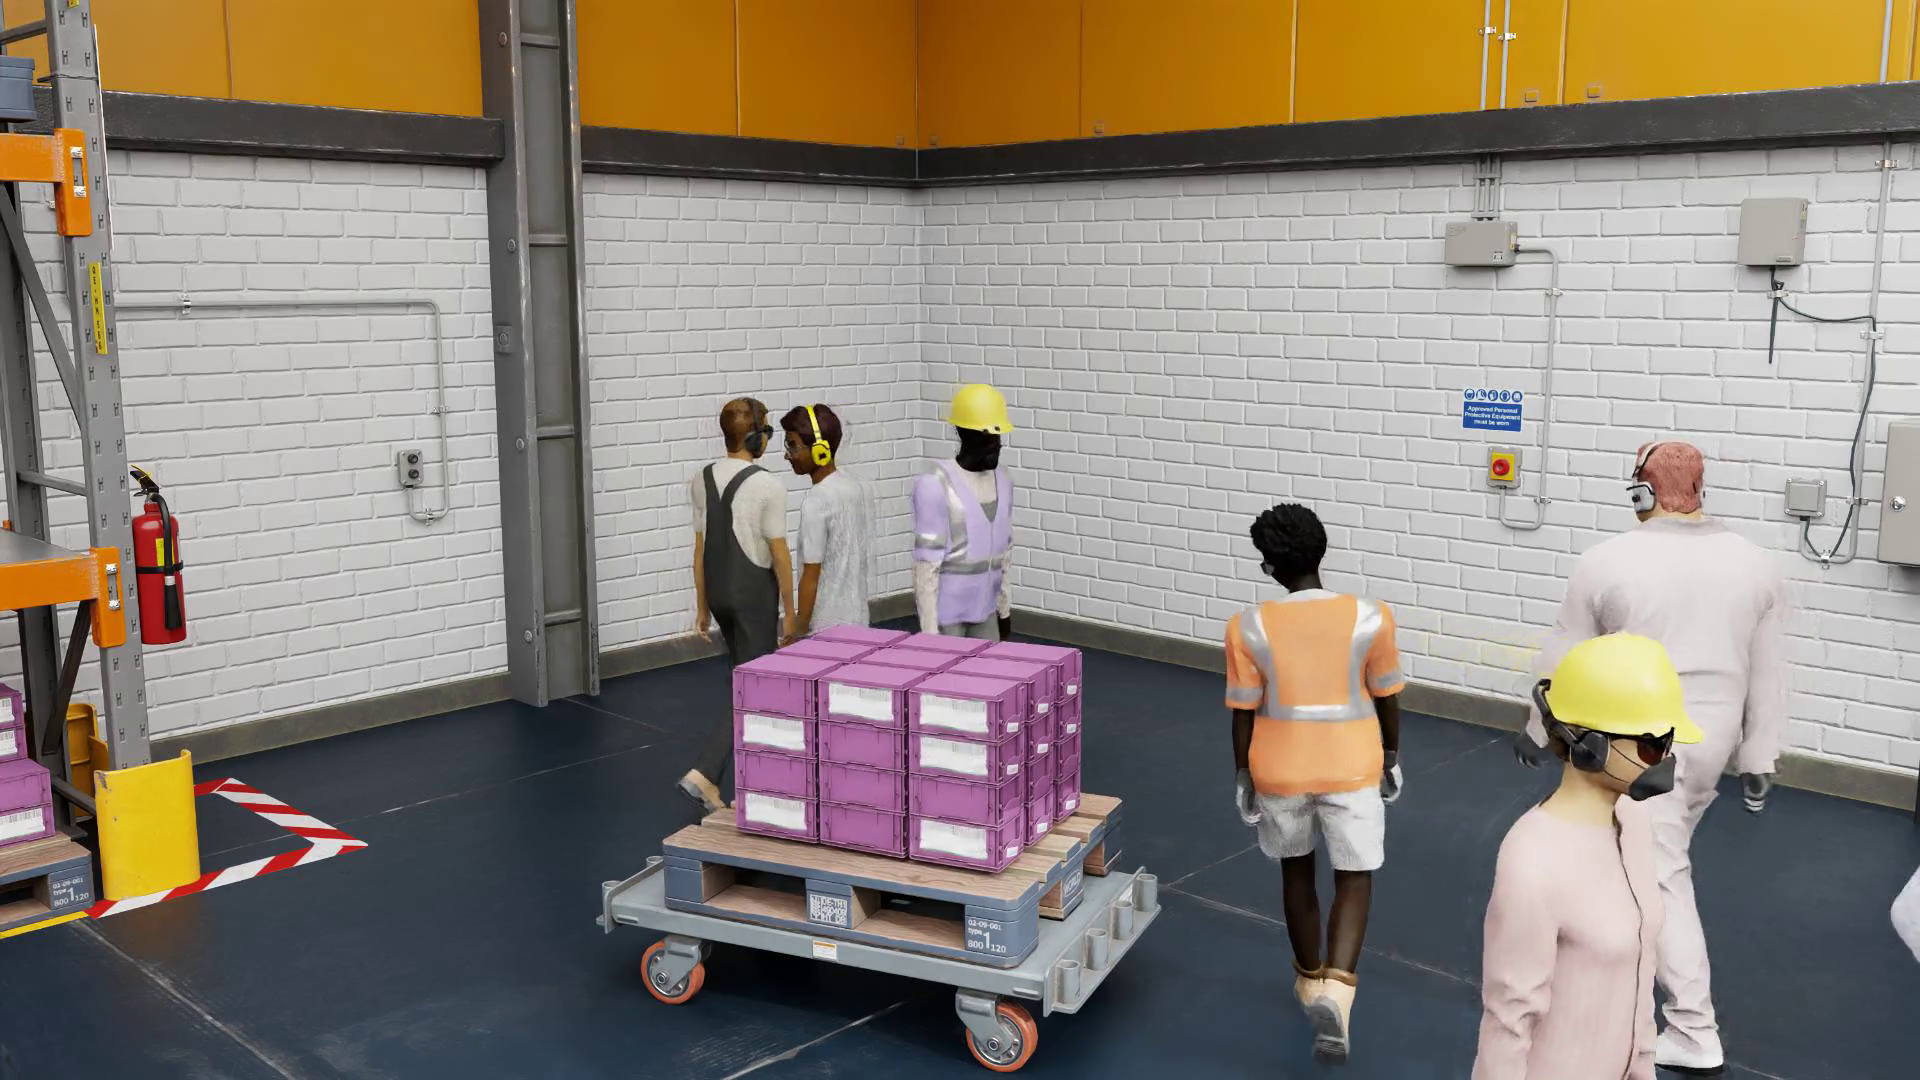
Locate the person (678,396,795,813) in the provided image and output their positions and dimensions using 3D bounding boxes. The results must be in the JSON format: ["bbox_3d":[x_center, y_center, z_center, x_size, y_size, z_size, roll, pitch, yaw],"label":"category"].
[{"bbox_3d":[-0.972,0.286,7.261,0.514,1.822,0.808,6,11,33],"label":"person"}]

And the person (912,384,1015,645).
[{"bbox_3d":[0.037,0.292,6.988,0.497,1.899,0.616,8,12,39],"label":"person"}]

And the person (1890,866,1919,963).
[{"bbox_3d":[2.847,0.703,4.579,0.429,1.854,0.522,8,12,39],"label":"person"}]

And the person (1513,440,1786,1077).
[{"bbox_3d":[2.142,0.624,5.126,0.654,1.844,1.036,-1,9,-7],"label":"person"}]

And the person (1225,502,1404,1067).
[{"bbox_3d":[1.060,0.725,5.010,0.554,1.658,0.746,2,10,14],"label":"person"}]

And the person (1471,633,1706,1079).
[{"bbox_3d":[1.051,1.002,3.102,0.741,1.742,0.529,8,12,42],"label":"person"}]

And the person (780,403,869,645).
[{"bbox_3d":[-0.502,0.372,6.638,0.463,1.845,0.523,2,10,14],"label":"person"}]
